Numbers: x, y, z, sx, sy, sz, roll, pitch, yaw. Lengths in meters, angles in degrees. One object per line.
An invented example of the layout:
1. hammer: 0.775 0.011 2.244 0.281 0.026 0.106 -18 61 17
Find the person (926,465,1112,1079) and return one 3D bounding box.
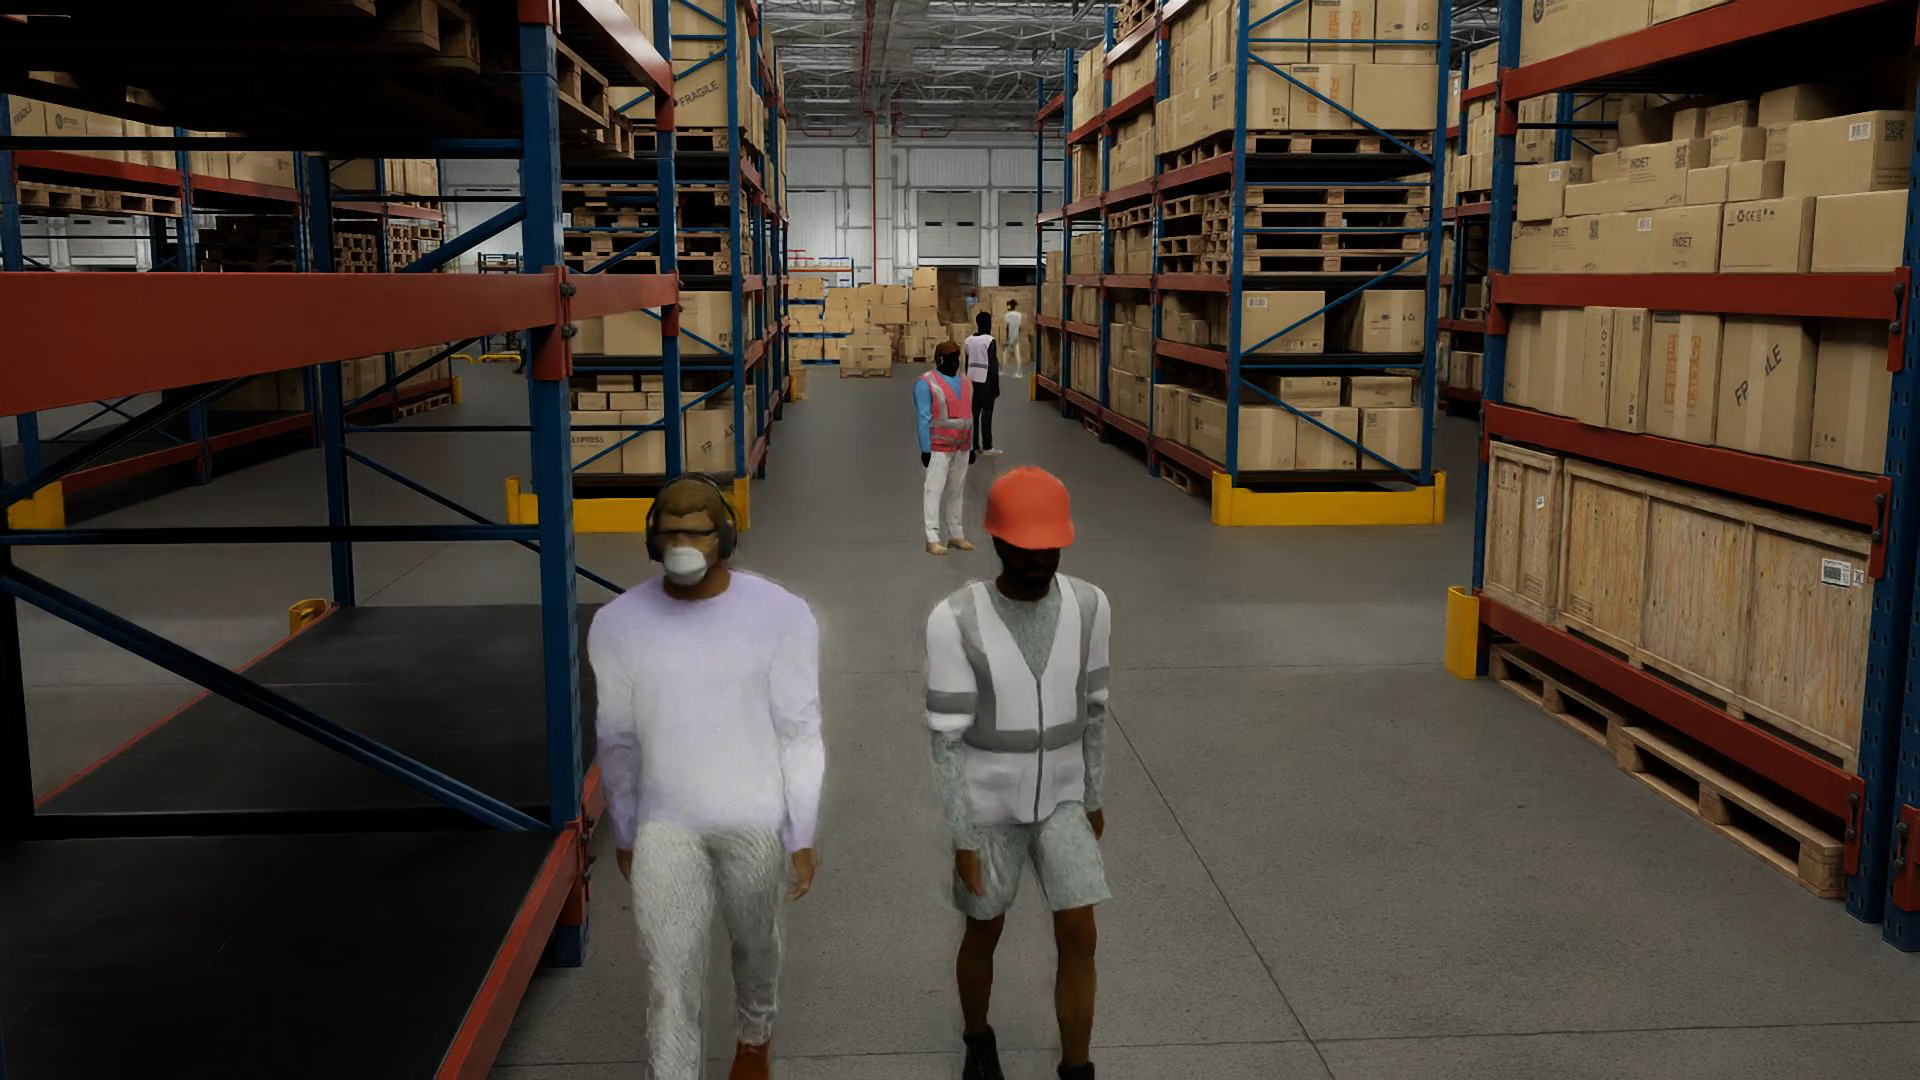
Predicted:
1. person: 0.202 0.741 4.528 0.565 1.900 0.798 -3 10 -19

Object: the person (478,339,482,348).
1. person: -15.948 -7.320 55.241 0.607 1.881 0.978 -1 9 -4

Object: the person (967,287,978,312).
1. person: 0.524 -9.015 65.729 0.560 1.920 0.502 -5 10 -30

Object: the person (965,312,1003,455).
1. person: 0.298 -2.099 22.324 0.392 1.919 0.593 -8 12 -42

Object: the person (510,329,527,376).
1. person: -10.467 -4.909 40.072 0.602 1.901 1.085 5 10 27

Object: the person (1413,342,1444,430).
1. person: 7.306 -2.525 25.958 0.543 1.598 0.682 -3 9 -16

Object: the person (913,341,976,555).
1. person: -0.102 -0.800 14.405 0.627 1.844 0.429 -8 12 -43

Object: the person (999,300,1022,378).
1. person: 1.160 -4.723 39.082 0.561 1.821 0.968 -7 12 -38

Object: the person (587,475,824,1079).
1. person: -0.680 0.753 4.525 0.626 1.899 1.027 -1 9 -4
